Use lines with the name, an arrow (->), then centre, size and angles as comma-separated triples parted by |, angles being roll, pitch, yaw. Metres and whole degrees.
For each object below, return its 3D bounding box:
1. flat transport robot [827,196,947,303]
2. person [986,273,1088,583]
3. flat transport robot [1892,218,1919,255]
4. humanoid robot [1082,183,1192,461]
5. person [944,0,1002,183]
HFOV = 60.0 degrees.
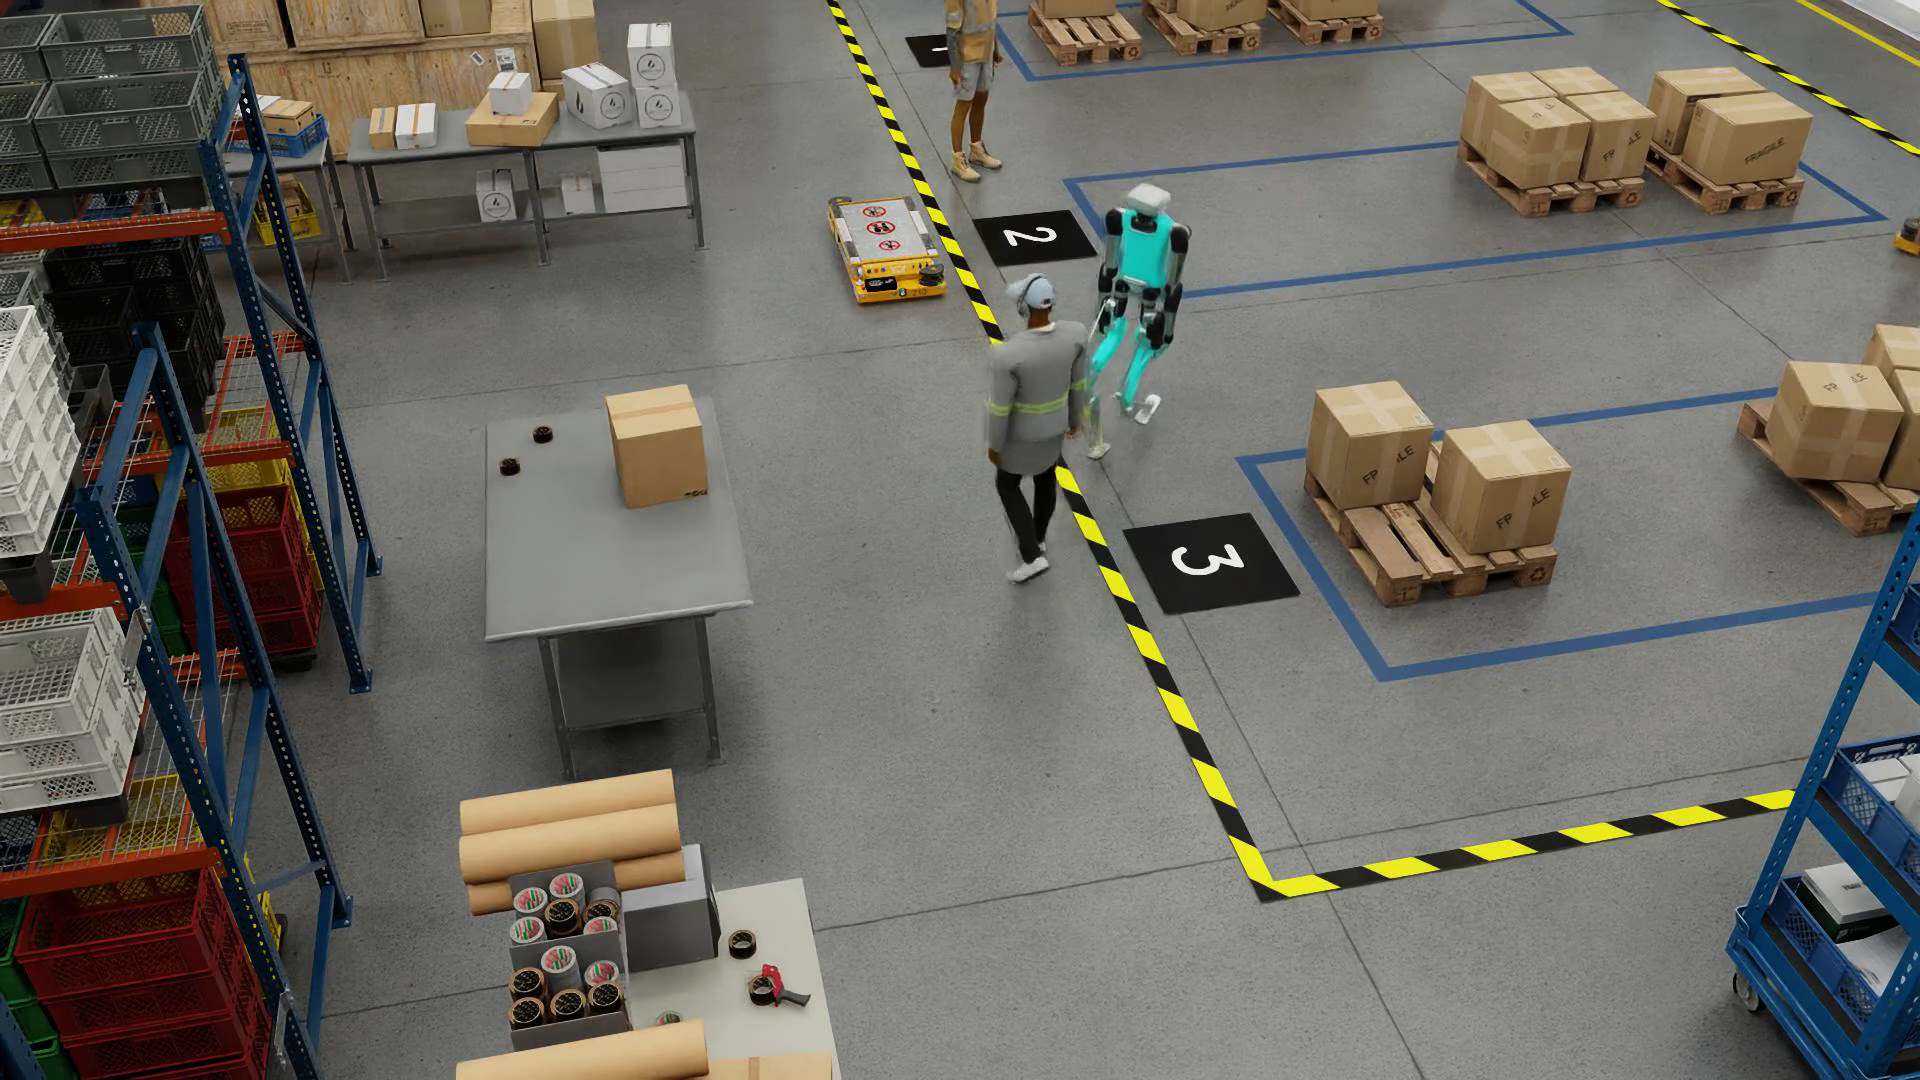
flat transport robot -> -0.570, -2.220, 12.538 | 0.659, 0.231, 1.431 | -8, 37, -10
person -> 0.422, -0.605, 9.056 | 0.618, 1.841, 0.621 | -19, 41, -23
flat transport robot -> 7.830, -2.128, 12.391 | 0.652, 0.197, 1.431 | -27, 44, -31
humanoid robot -> 0.987, -1.229, 9.993 | 0.548, 1.748, 1.047 | 19, 41, 24
person -> 0.133, -3.896, 13.306 | 0.373, 2.040, 0.613 | 24, 43, 29
